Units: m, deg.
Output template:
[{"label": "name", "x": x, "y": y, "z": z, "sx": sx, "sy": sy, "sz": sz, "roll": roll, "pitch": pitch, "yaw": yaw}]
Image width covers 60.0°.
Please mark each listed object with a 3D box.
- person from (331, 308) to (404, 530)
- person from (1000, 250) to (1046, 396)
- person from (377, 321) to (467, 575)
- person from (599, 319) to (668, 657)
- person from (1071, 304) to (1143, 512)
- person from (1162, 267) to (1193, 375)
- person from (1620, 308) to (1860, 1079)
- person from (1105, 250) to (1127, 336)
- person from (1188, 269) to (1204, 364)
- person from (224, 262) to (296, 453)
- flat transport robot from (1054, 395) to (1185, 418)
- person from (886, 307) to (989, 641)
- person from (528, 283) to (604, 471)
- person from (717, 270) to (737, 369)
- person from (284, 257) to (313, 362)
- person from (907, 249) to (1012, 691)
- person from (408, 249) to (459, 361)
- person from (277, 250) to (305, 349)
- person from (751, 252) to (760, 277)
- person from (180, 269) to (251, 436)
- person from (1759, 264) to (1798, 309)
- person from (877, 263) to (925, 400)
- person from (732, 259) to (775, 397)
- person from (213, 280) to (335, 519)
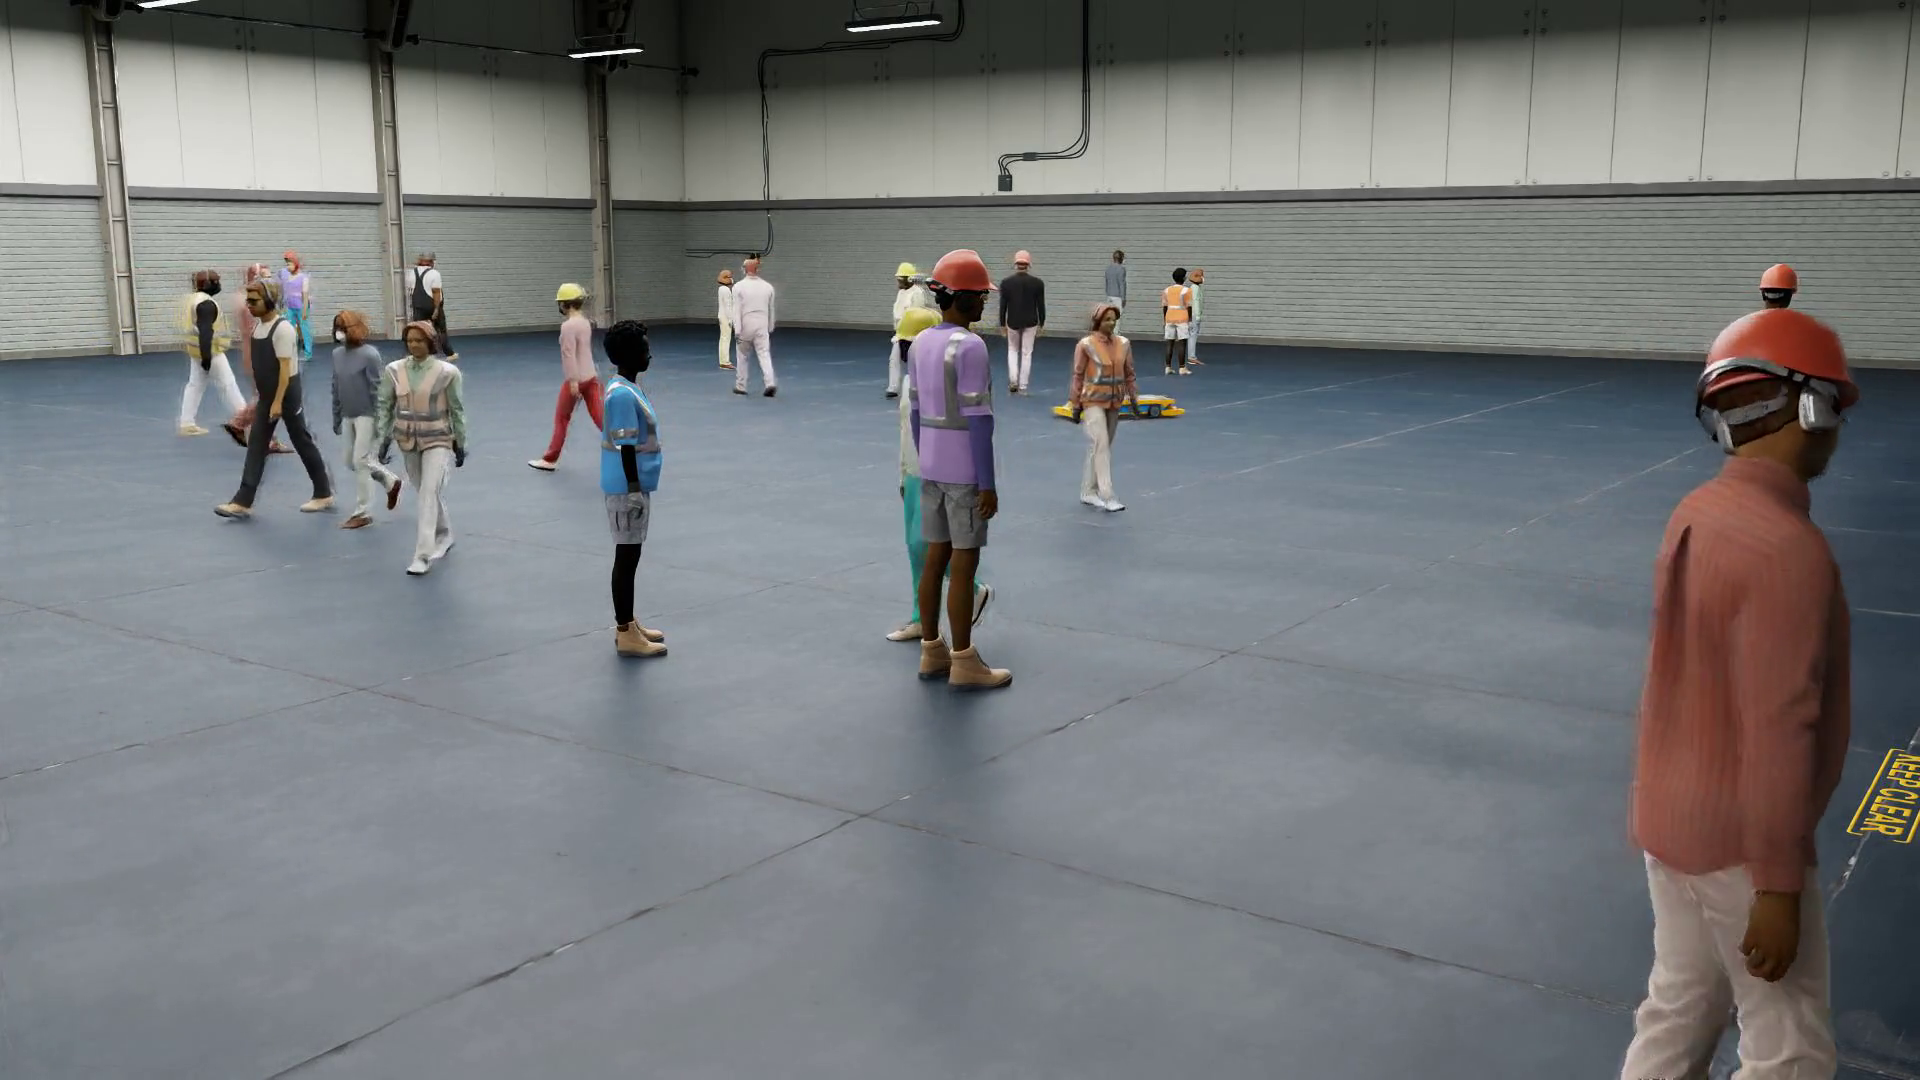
[{"label": "person", "x": -4.375, "y": -0.907, "z": 12.268, "sx": 0.502, "sy": 1.609, "sz": 0.633, "roll": 6, "pitch": 12, "yaw": 29}, {"label": "person", "x": 0.865, "y": -2.963, "z": 22.753, "sx": 0.632, "sy": 1.973, "sz": 0.451, "roll": 1, "pitch": 10, "yaw": 6}, {"label": "person", "x": -3.426, "y": -0.611, "z": 10.674, "sx": 0.508, "sy": 1.593, "sz": 0.897, "roll": 2, "pitch": 10, "yaw": 8}, {"label": "person", "x": -1.664, "y": -0.264, "z": 8.432, "sx": 0.318, "sy": 1.697, "sz": 0.535, "roll": -2, "pitch": 10, "yaw": -11}, {"label": "person", "x": 1.175, "y": -1.015, "z": 12.894, "sx": 0.521, "sy": 1.607, "sz": 0.794, "roll": -7, "pitch": 12, "yaw": -34}, {"label": "person", "x": 3.440, "y": -3.444, "z": 26.240, "sx": 0.540, "sy": 1.696, "sz": 0.317, "roll": 8, "pitch": 13, "yaw": 40}, {"label": "person", "x": 1.473, "y": 0.549, "z": 3.164, "sx": 0.456, "sy": 1.958, "sz": 0.657, "roll": 1, "pitch": 10, "yaw": 3}, {"label": "person", "x": 3.162, "y": -4.884, "z": 33.630, "sx": 0.379, "sy": 1.940, "sz": 0.629, "roll": -5, "pitch": 11, "yaw": -26}, {"label": "person", "x": 4.085, "y": -3.858, "z": 28.740, "sx": 0.281, "sy": 1.633, "sz": 0.500, "roll": 0, "pitch": 10, "yaw": 1}, {"label": "person", "x": -6.948, "y": -1.783, "z": 16.408, "sx": 0.540, "sy": 1.894, "sz": 0.655, "roll": -4, "pitch": 11, "yaw": -22}, {"label": "flat transport robot", "x": 1.915, "y": -1.607, "z": 19.947, "sx": 1.431, "sy": 0.197, "sz": 0.652, "roll": -3, "pitch": 11, "yaw": -17}, {"label": "person", "x": -0.148, "y": -0.330, "z": 8.631, "sx": 0.443, "sy": 1.747, "sz": 0.546, "roll": -5, "pitch": 11, "yaw": -26}, {"label": "person", "x": -3.478, "y": -1.466, "z": 15.127, "sx": 0.925, "sy": 1.716, "sz": 0.541, "roll": 3, "pitch": 10, "yaw": 15}, {"label": "person", "x": -3.862, "y": -3.644, "z": 27.542, "sx": 0.285, "sy": 1.633, "sz": 0.497, "roll": -4, "pitch": 11, "yaw": -22}, {"label": "person", "x": -11.606, "y": -3.981, "z": 28.879, "sx": 0.597, "sy": 1.820, "sz": 0.762, "roll": 5, "pitch": 11, "yaw": 27}, {"label": "person", "x": -0.002, "y": -0.324, "z": 7.792, "sx": 0.378, "sy": 2.045, "sz": 0.605, "roll": -6, "pitch": 12, "yaw": -31}, {"label": "person", "x": -9.322, "y": -4.135, "z": 29.149, "sx": 0.686, "sy": 2.000, "sz": 1.039, "roll": 4, "pitch": 11, "yaw": 20}, {"label": "person", "x": -13.116, "y": -4.720, "z": 32.720, "sx": 0.544, "sy": 1.936, "sz": 0.359, "roll": 1, "pitch": 10, "yaw": 8}, {"label": "person", "x": -4.695, "y": -5.648, "z": 38.119, "sx": 0.311, "sy": 1.865, "sz": 0.532, "roll": -6, "pitch": 12, "yaw": -30}, {"label": "person", "x": -8.054, "y": -2.027, "z": 18.029, "sx": 0.945, "sy": 1.789, "sz": 0.654, "roll": -7, "pitch": 12, "yaw": -34}, {"label": "person", "x": 5.478, "y": -0.889, "z": 11.258, "sx": 0.544, "sy": 1.938, "sz": 0.356, "roll": 8, "pitch": 13, "yaw": 38}, {"label": "person", "x": -0.782, "y": -2.713, "z": 21.816, "sx": 0.732, "sy": 1.809, "sz": 0.620, "roll": -5, "pitch": 11, "yaw": -28}, {"label": "person", "x": -2.803, "y": -2.887, "z": 22.662, "sx": 0.665, "sy": 1.867, "sz": 0.981, "roll": -6, "pitch": 12, "yaw": -32}, {"label": "person", "x": -5.206, "y": -1.059, "z": 12.618, "sx": 0.537, "sy": 1.798, "sz": 0.960, "roll": 7, "pitch": 12, "yaw": 33}]
